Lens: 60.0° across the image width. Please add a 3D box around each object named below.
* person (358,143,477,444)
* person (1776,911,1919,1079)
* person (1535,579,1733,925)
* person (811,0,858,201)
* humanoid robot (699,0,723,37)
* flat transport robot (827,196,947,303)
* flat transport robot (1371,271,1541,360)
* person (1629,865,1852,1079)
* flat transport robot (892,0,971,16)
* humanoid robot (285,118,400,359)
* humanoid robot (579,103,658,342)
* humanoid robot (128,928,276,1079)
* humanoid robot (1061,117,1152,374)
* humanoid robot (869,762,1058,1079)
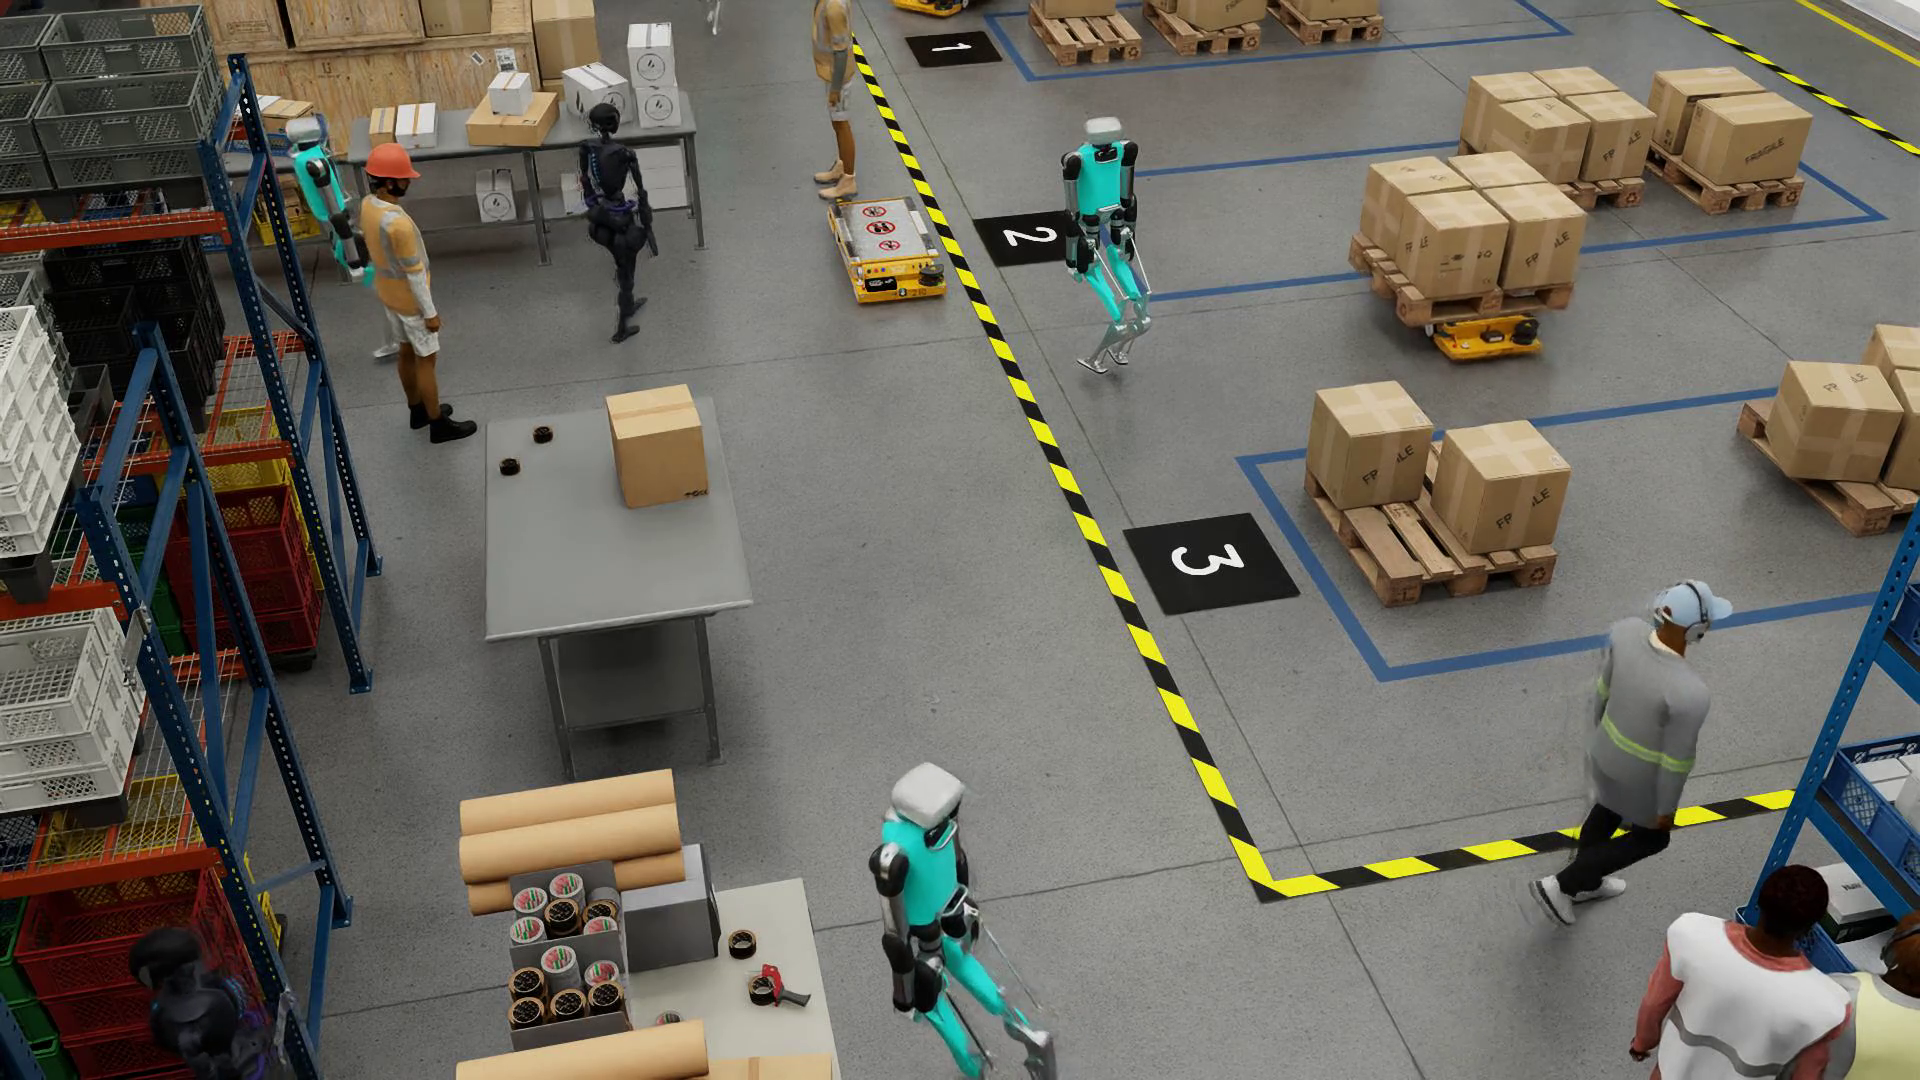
[{"bbox_3d":[-3.352,-1.497,10.178,0.376,1.927,0.542,-27,45,-32],"label":"person"},{"bbox_3d":[3.017,1.917,5.659,0.620,1.844,0.429,9,38,12],"label":"person"},{"bbox_3d":[2.819,0.923,6.999,0.510,1.834,0.604,-7,37,-9],"label":"person"},{"bbox_3d":[-1.013,-3.657,12.993,0.395,2.033,0.604,-4,37,-6],"label":"person"},{"bbox_3d":[-2.482,-5.737,16.117,0.552,1.865,0.871,2,37,2],"label":"humanoid robot"},{"bbox_3d":[-0.570,-2.220,12.538,0.659,0.231,1.431,-8,37,-10],"label":"flat transport robot"},{"bbox_3d":[3.511,-1.746,11.878,0.652,0.197,1.431,-8,37,-10],"label":"flat transport robot"},{"bbox_3d":[2.592,1.830,5.712,0.589,1.919,0.399,28,45,32],"label":"person"},{"bbox_3d":[-0.067,-5.807,17.335,0.652,0.197,1.431,18,40,23],"label":"flat transport robot"},{"bbox_3d":[-3.885,-1.913,10.983,0.734,1.892,0.540,-22,42,-26],"label":"humanoid robot"},{"bbox_3d":[-2.294,-2.192,11.329,0.594,1.638,0.630,19,41,23],"label":"humanoid robot"},{"bbox_3d":[-2.603,1.924,5.813,0.756,1.624,0.599,-16,39,-20],"label":"humanoid robot"},{"bbox_3d":[1.000,-1.814,10.650,0.533,1.676,0.735,-18,40,-22],"label":"humanoid robot"},{"bbox_3d":[0.160,1.633,6.140,0.944,1.776,0.547,17,40,21],"label":"humanoid robot"}]
